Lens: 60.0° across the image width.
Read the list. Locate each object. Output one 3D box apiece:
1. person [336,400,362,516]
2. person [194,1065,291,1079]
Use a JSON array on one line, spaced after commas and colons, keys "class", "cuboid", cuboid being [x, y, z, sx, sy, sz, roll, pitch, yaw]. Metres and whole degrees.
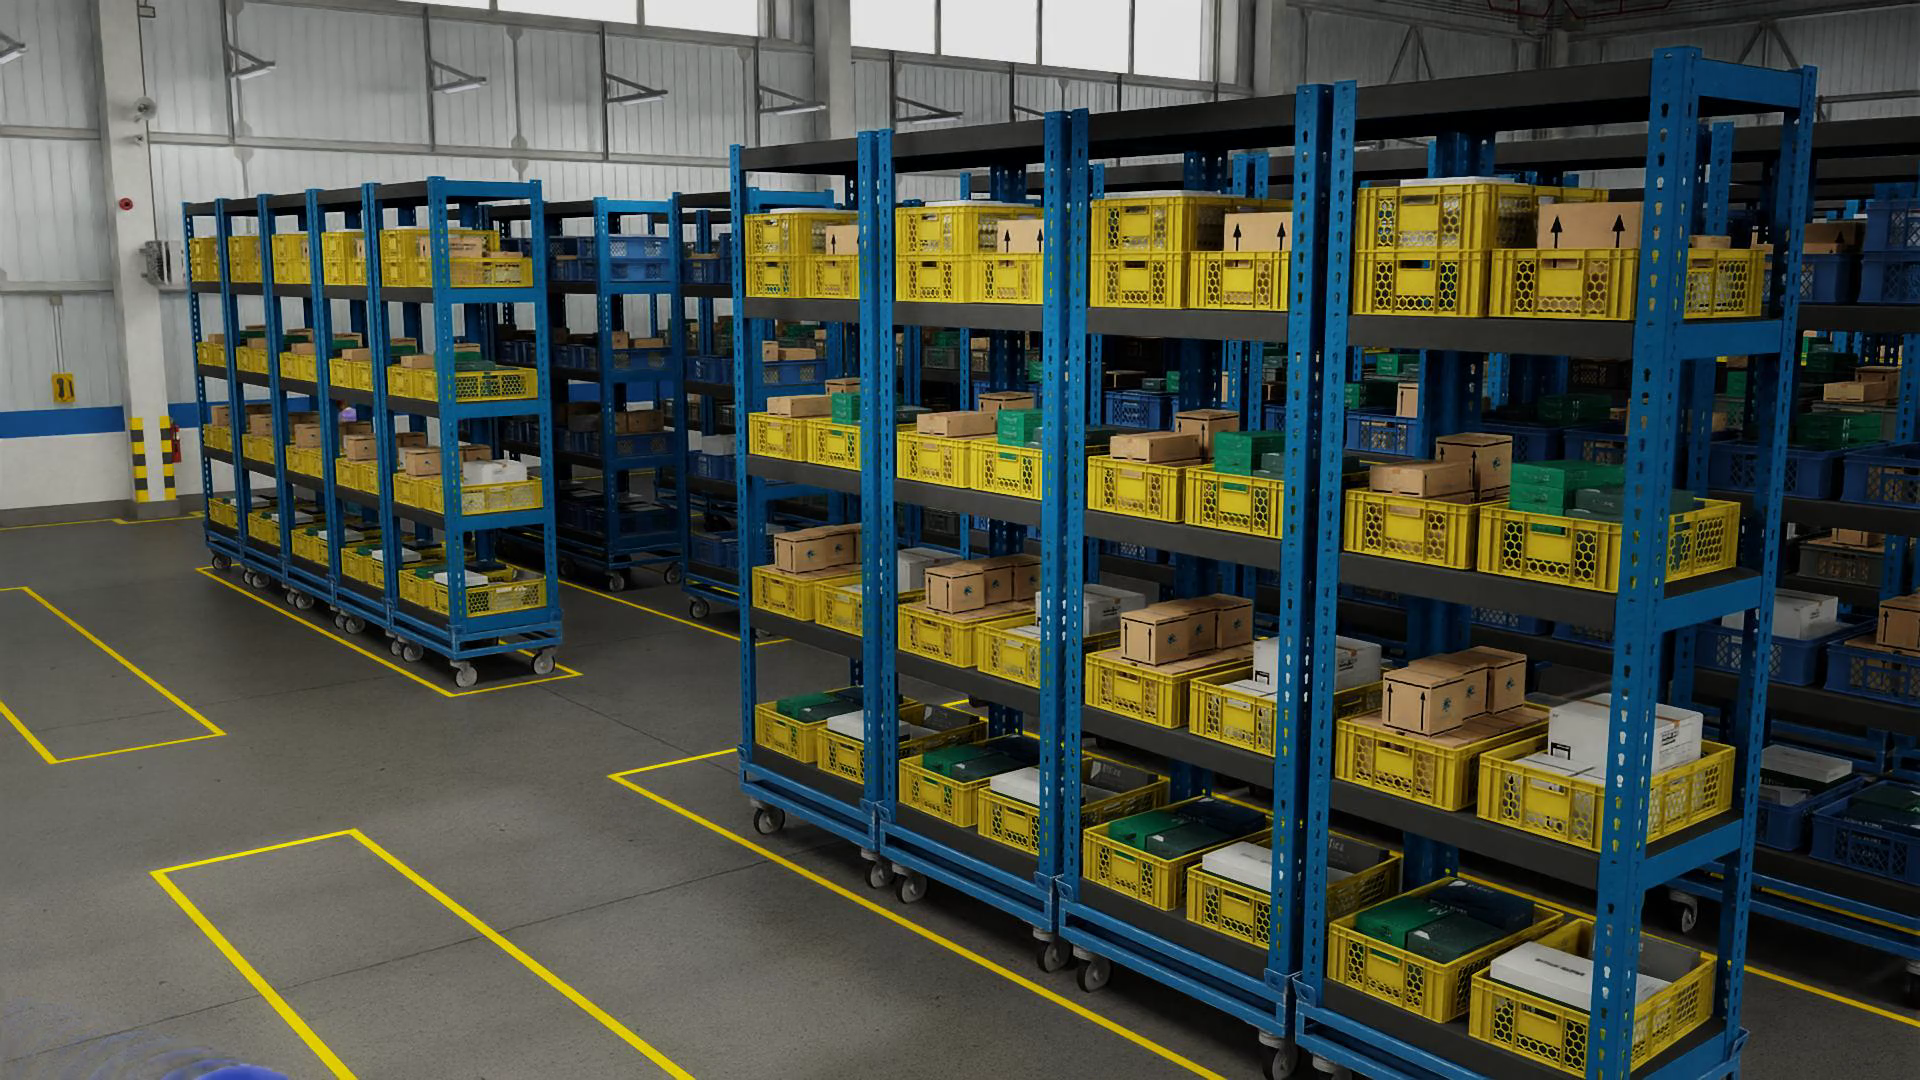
[{"class": "person", "cuboid": [-6.175, -0.690, 16.851, 0.372, 1.843, 0.570, -3, 10, -15]}, {"class": "person", "cuboid": [-0.961, 1.679, 2.404, 0.983, 1.897, 0.648, 5, 10, 26]}]
